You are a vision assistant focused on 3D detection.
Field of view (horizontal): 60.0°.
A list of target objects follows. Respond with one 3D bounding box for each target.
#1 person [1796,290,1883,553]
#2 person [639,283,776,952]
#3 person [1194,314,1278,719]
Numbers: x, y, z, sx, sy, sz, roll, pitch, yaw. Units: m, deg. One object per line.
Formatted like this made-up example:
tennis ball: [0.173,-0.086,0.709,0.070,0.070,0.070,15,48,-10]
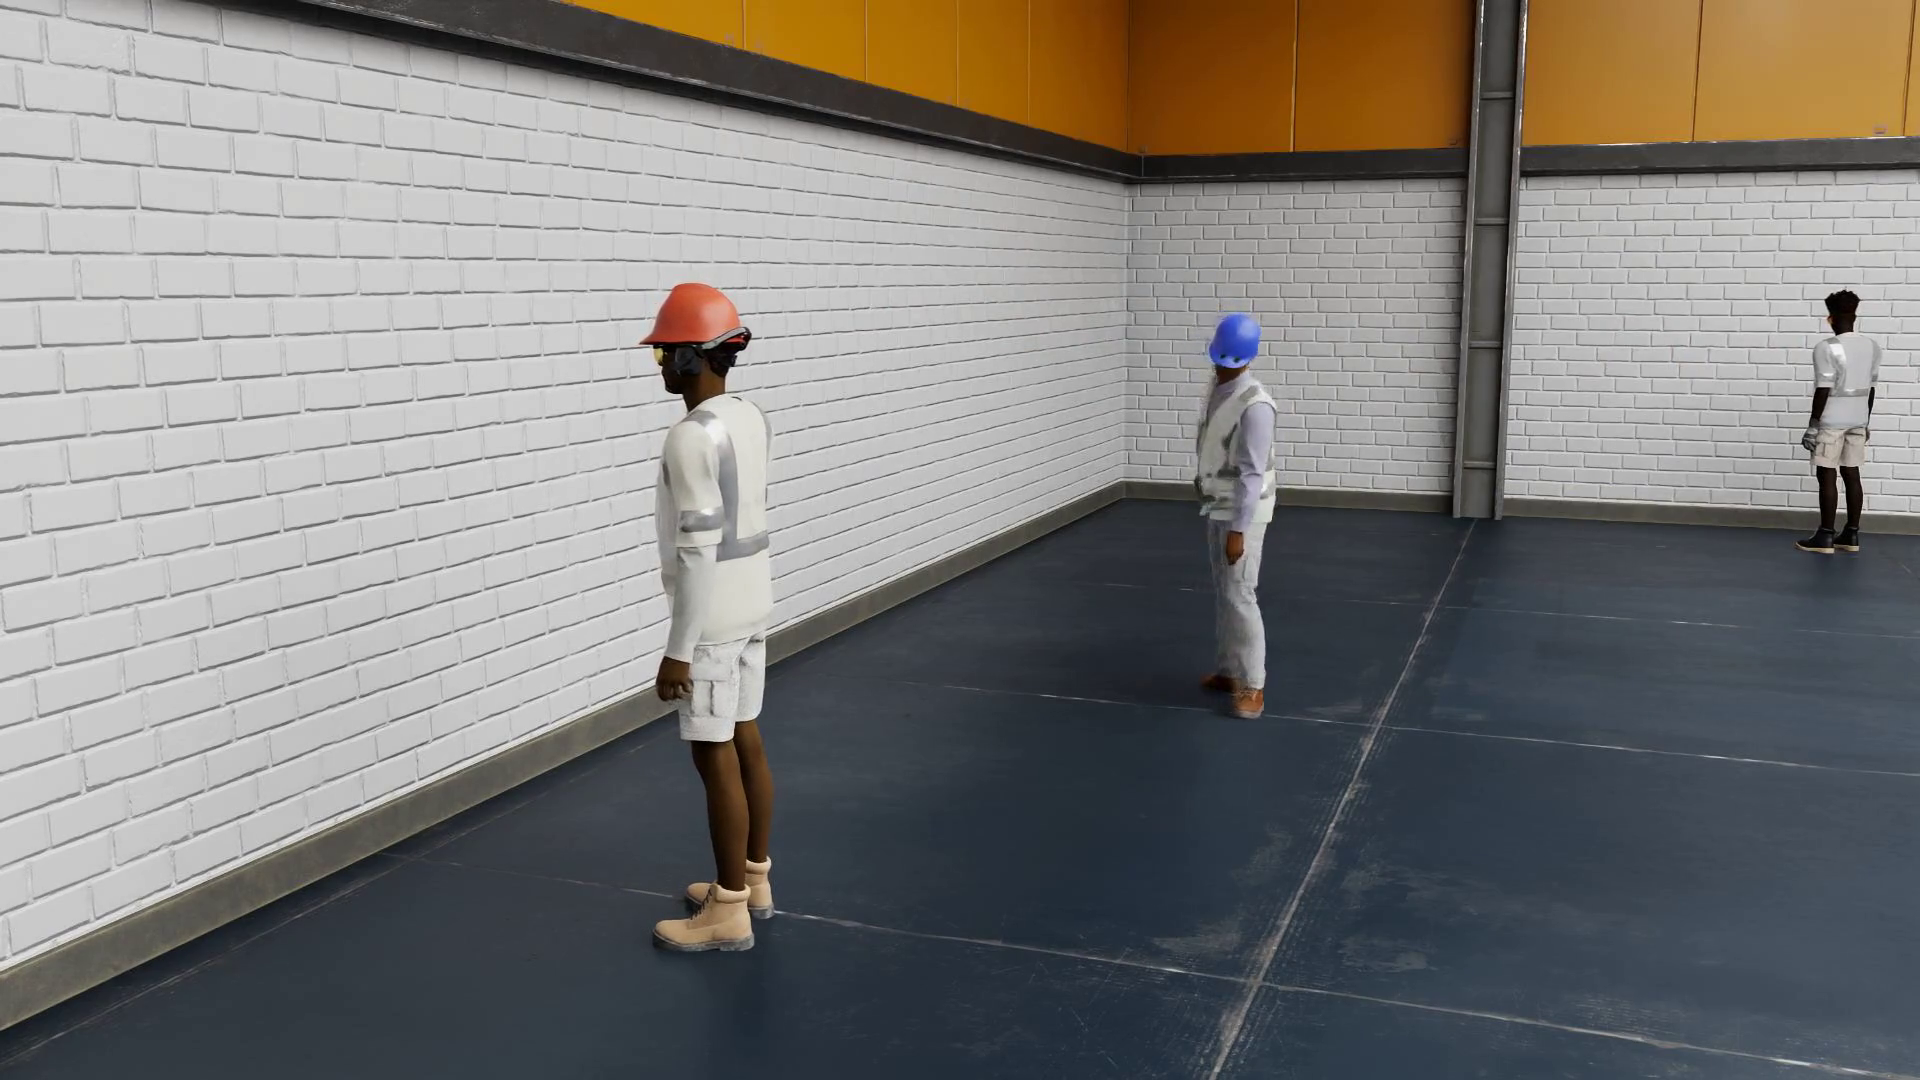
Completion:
person: [6.558,-0.879,12.435,0.613,1.955,0.378,-3,10,-21]
person: [-0.779,0.244,5.117,0.377,2.045,0.605,2,9,12]
person: [1.284,-0.126,7.937,0.397,1.900,0.746,-2,9,-10]
